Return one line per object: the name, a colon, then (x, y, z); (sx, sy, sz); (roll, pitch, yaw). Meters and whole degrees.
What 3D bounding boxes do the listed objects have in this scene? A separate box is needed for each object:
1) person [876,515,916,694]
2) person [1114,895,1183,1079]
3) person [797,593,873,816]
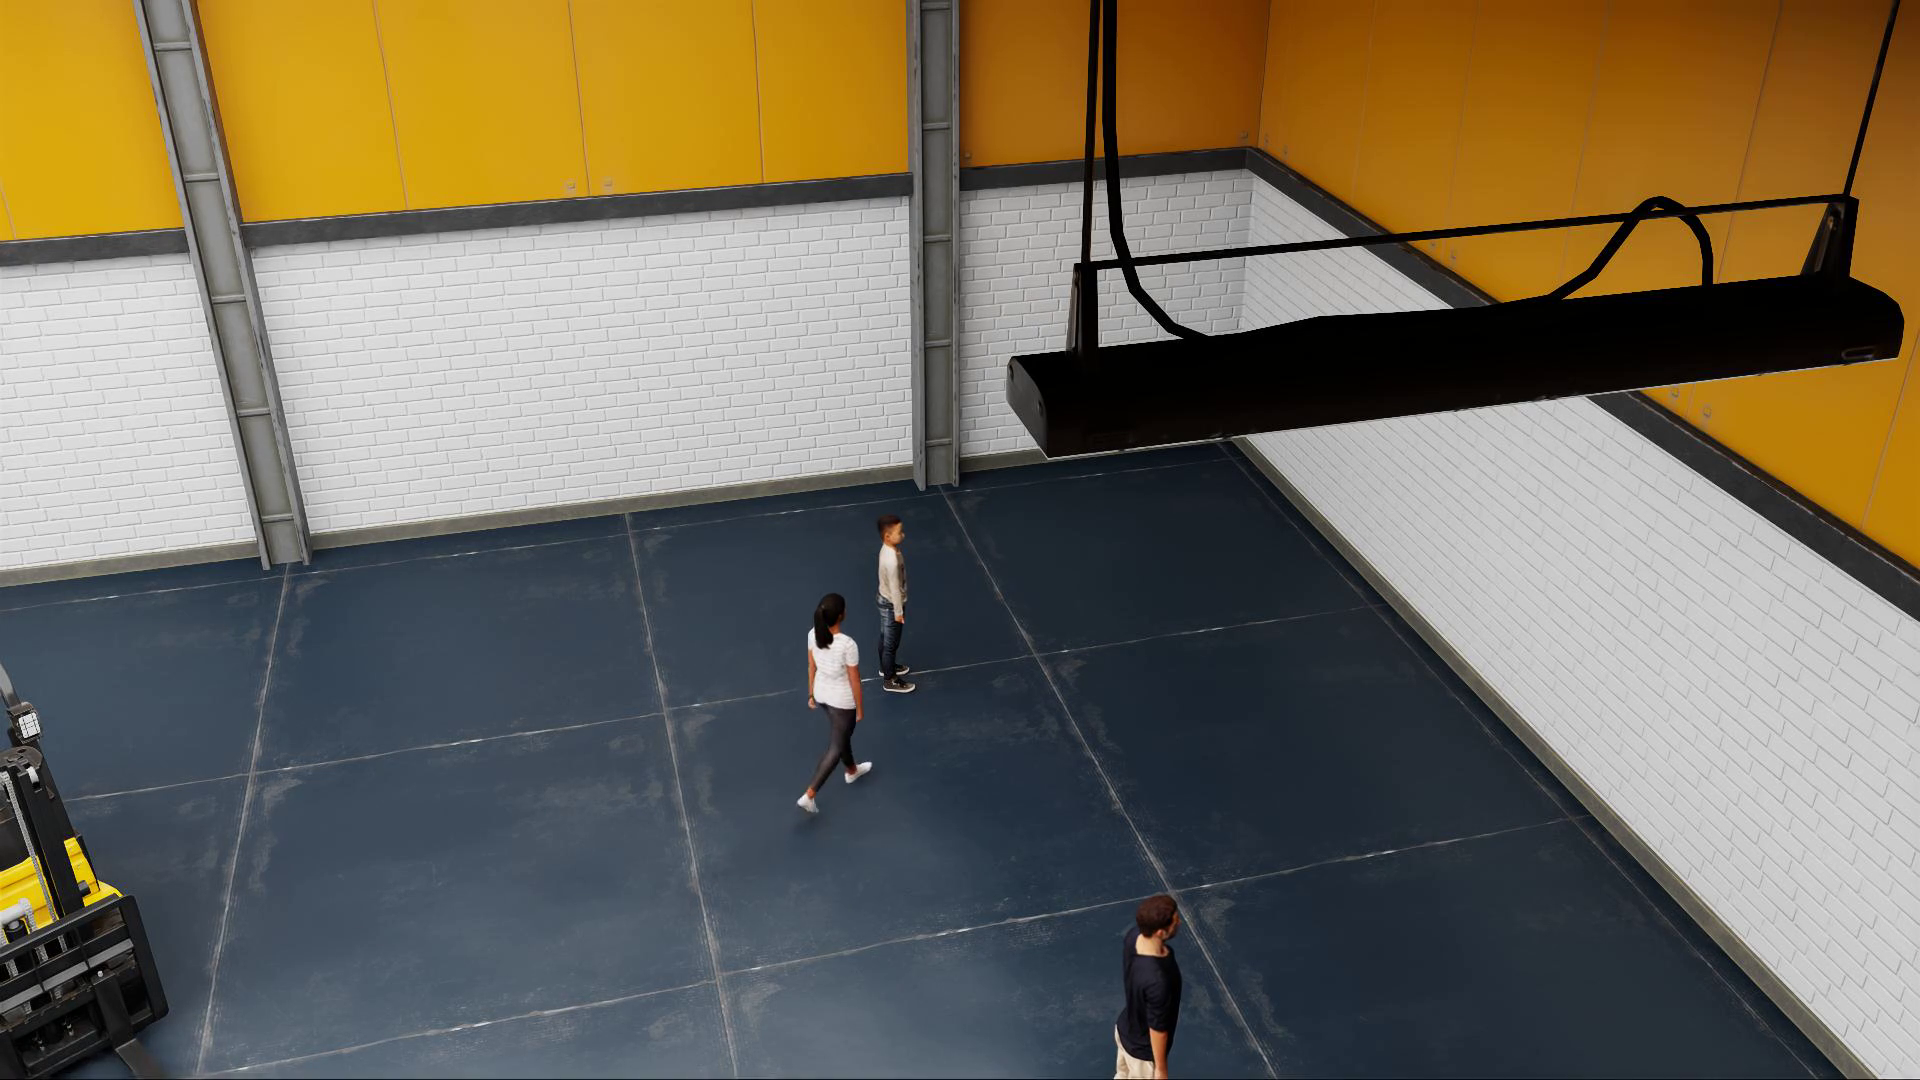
person: (-0.531, 0.471, 12.844); (0.523, 1.462, 0.579); (-4, 29, -7)
person: (0.937, 2.572, 8.584); (0.545, 1.854, 0.633); (-6, 29, -10)
person: (-0.903, 1.143, 11.448); (0.981, 1.619, 1.120); (21, 35, 33)
